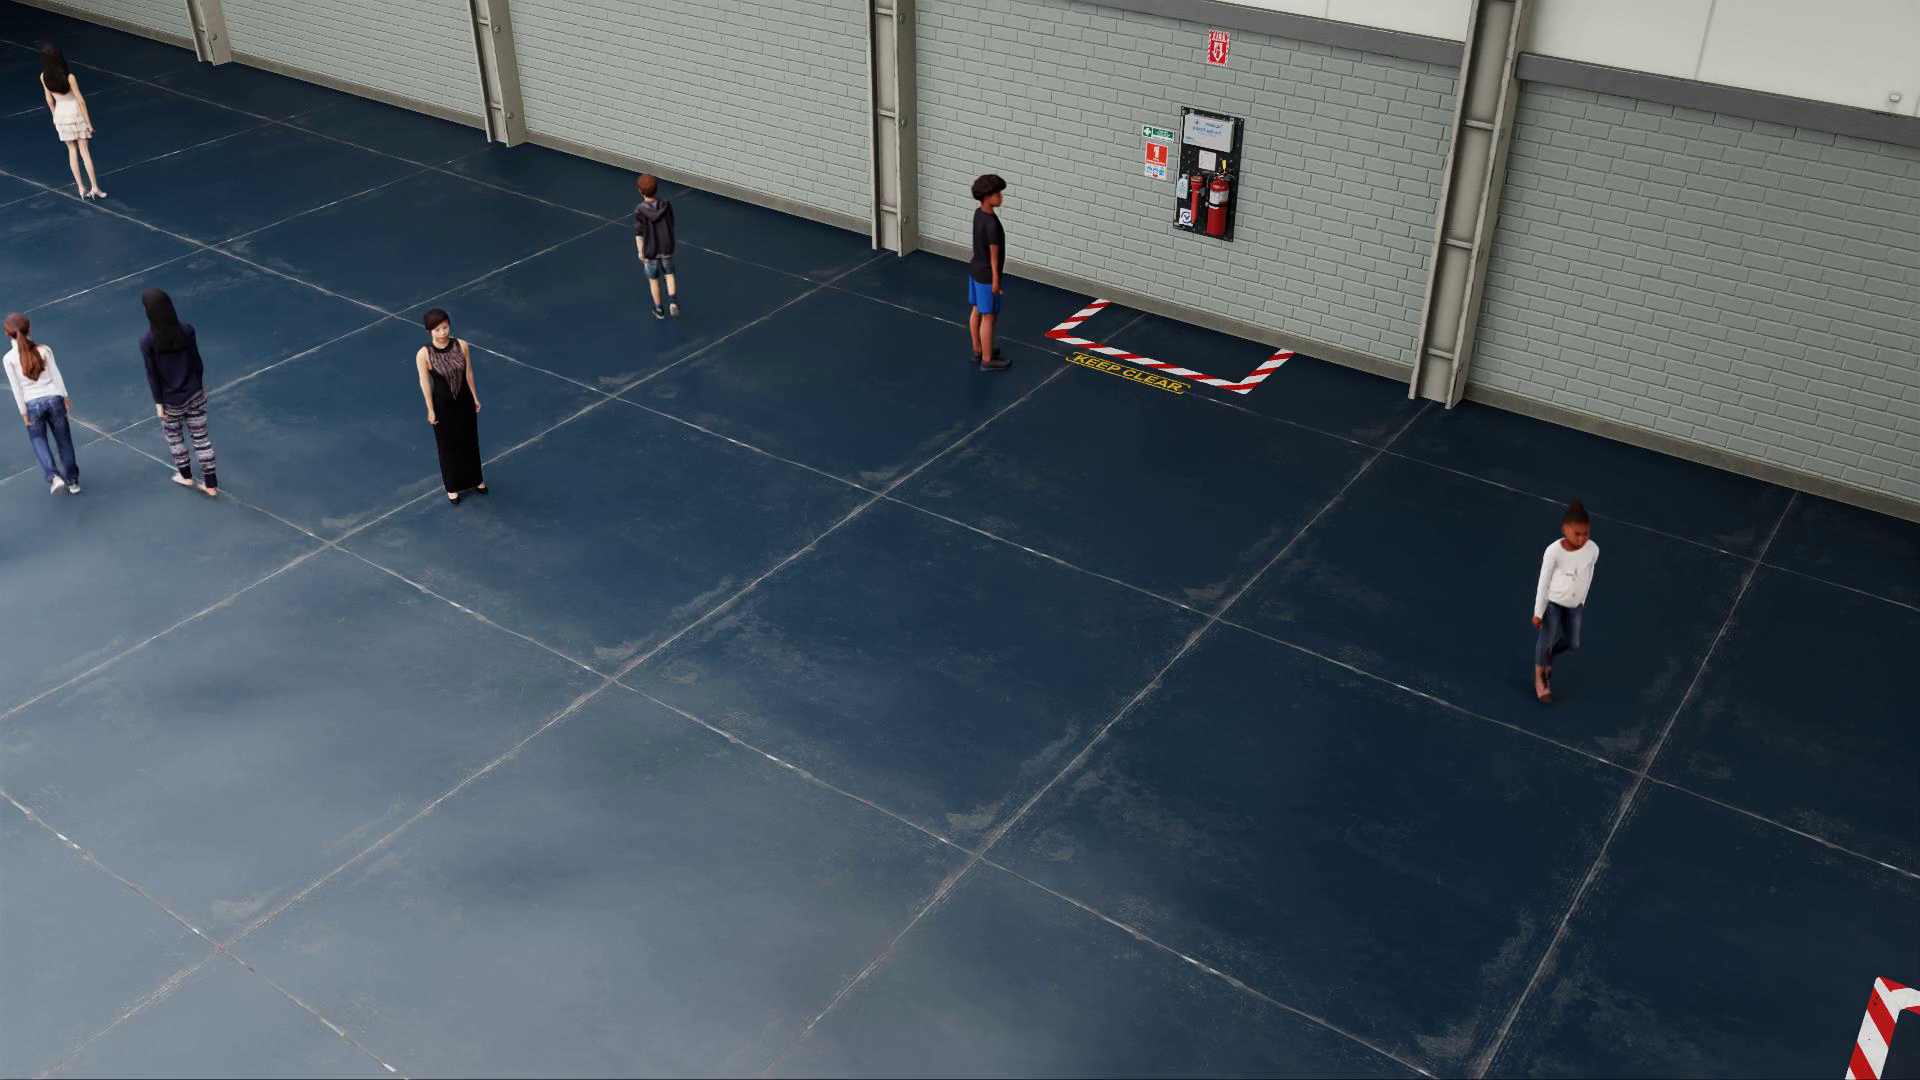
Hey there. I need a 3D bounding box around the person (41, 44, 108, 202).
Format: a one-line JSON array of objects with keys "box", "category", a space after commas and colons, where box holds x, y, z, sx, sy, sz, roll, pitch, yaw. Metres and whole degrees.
[{"box": [-9.878, -4.634, 18.477, 0.613, 1.734, 0.718, 3, 32, 5], "category": "person"}]

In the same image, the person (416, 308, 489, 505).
[{"box": [-3.949, -1.057, 12.929, 0.633, 1.604, 0.591, -24, 39, -33], "category": "person"}]

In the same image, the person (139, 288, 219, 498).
[{"box": [-6.004, -1.107, 12.907, 0.758, 1.713, 0.661, 23, 39, 32], "category": "person"}]

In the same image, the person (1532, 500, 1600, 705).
[{"box": [3.880, 0.375, 10.809, 0.696, 1.443, 0.752, -3, 32, -4], "category": "person"}]

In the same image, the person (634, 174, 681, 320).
[{"box": [-2.853, -2.753, 15.770, 0.712, 1.441, 0.795, -13, 34, -20], "category": "person"}]

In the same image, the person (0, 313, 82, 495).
[{"box": [-7.110, -1.018, 12.923, 0.647, 1.544, 0.757, -19, 37, -28], "category": "person"}]

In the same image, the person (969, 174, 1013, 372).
[{"box": [0.231, -2.397, 14.876, 0.755, 1.794, 0.676, -10, 34, -15], "category": "person"}]
